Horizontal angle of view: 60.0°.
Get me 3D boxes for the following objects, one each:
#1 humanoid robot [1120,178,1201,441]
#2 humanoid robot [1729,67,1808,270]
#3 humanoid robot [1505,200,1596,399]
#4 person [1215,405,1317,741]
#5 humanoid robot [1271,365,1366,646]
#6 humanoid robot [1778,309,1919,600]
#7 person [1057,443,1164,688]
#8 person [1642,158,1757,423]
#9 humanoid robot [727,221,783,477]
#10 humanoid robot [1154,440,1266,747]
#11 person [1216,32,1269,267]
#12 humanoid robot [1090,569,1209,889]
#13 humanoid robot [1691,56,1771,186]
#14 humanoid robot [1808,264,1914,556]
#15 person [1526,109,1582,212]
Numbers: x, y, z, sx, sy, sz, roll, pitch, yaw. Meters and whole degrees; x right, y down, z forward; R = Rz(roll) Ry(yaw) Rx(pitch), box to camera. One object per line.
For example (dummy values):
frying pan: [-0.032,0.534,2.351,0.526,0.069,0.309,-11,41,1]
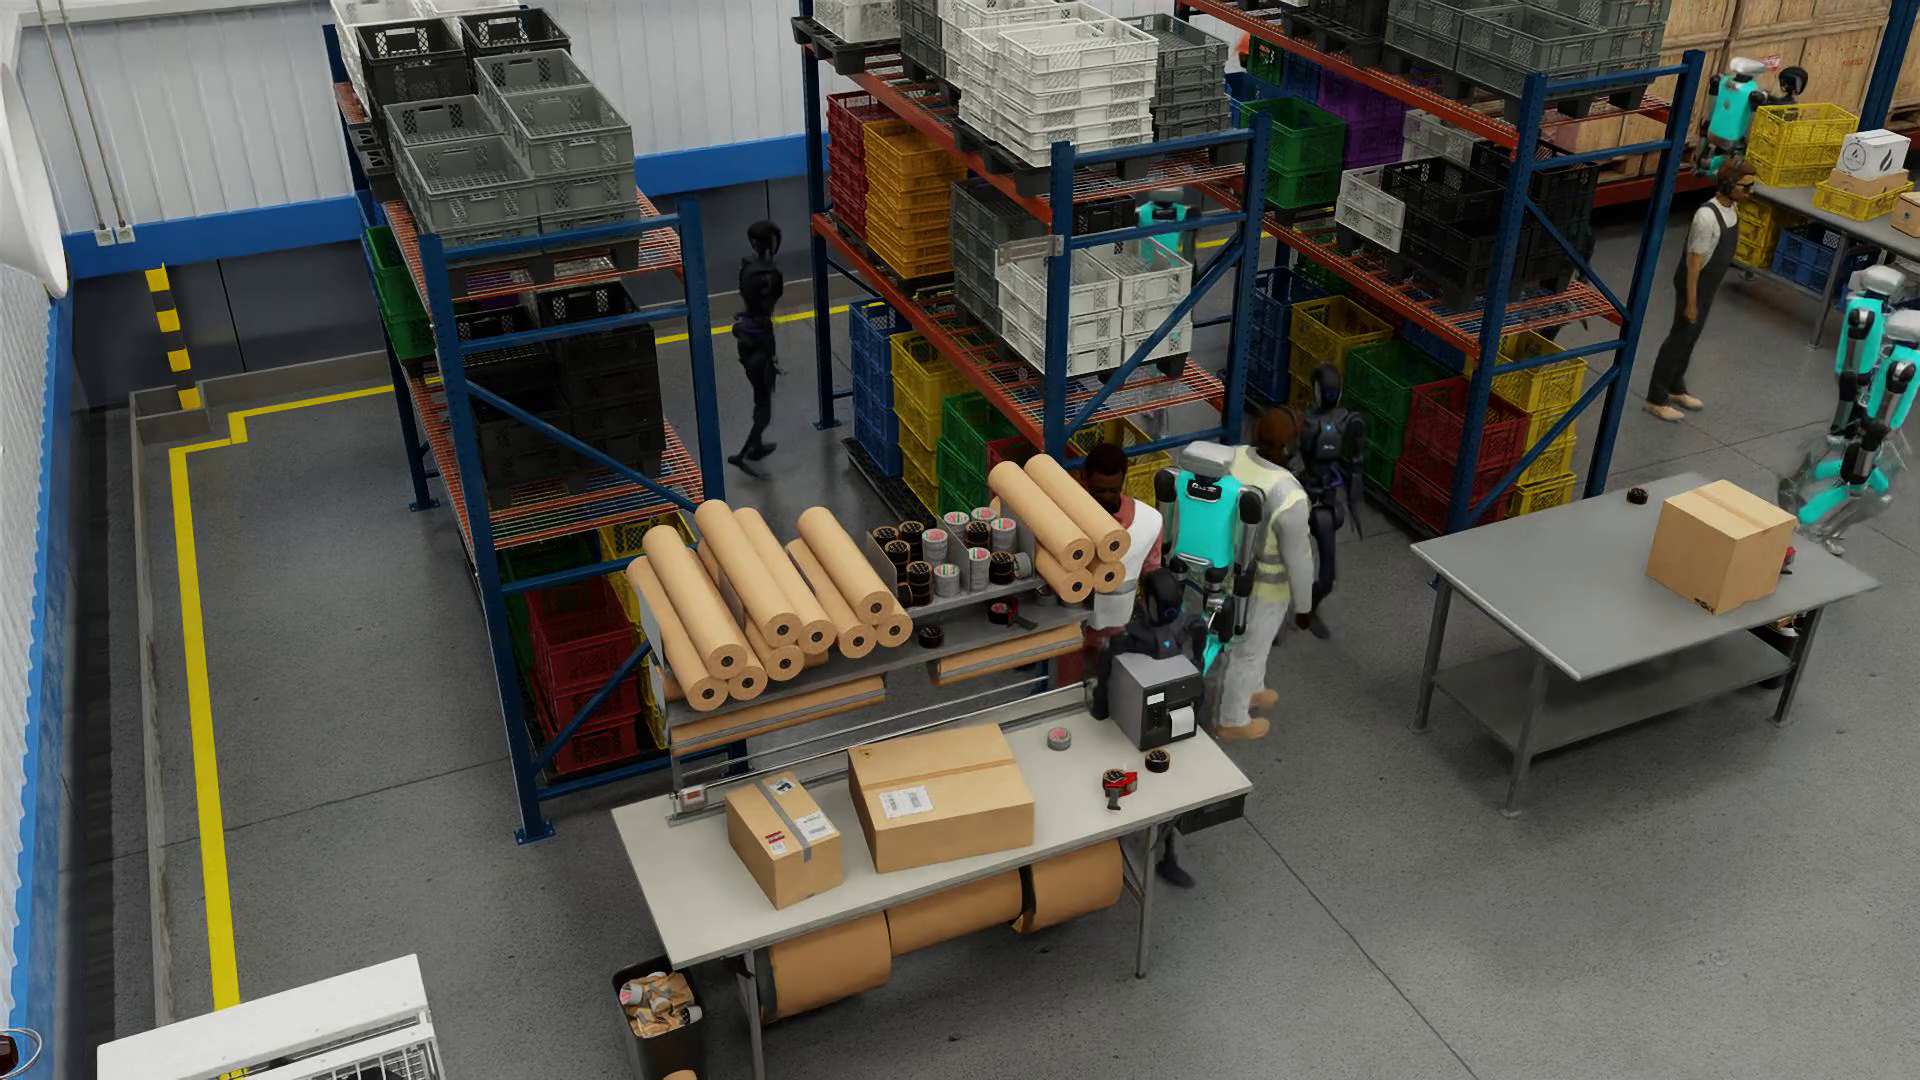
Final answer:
humanoid robot: [1.358,-1.412,10.921,0.530,1.785,1.010,-6,32,-10]
humanoid robot: [6.609,-3.006,13.498,0.366,1.650,0.601,17,35,25]
humanoid robot: [3.977,-1.568,11.212,0.611,1.627,0.746,-8,32,-12]
person: [1.527,0.174,8.214,0.588,1.813,0.689,-13,34,-20]
humanoid robot: [1.870,-0.179,8.919,0.584,1.660,0.349,-7,32,-12]
humanoid robot: [4.925,-0.518,9.459,0.821,1.799,0.551,20,37,29]
person: [0.633,0.382,7.789,0.589,1.915,0.402,2,32,4]
person: [4.973,-1.675,11.194,0.333,1.839,0.533,26,40,35]
humanoid robot: [-1.327,-1.233,10.638,0.471,1.645,0.618,-9,33,-14]
humanoid robot: [1.038,0.390,7.815,0.533,1.671,0.735,16,35,24]
person: [2.330,-3.182,13.544,0.348,1.942,0.545,16,35,25]
humanoid robot: [0.825,0.797,7.353,0.598,1.626,0.698,-14,34,-21]
humanoid robot: [6.337,-3.073,13.555,0.766,1.778,0.548,-14,34,-22]
humanoid robot: [5.348,-0.719,9.689,0.680,1.744,0.539,19,36,27]
person: [4.851,-3.058,13.516,0.336,1.761,0.523,27,41,36]
